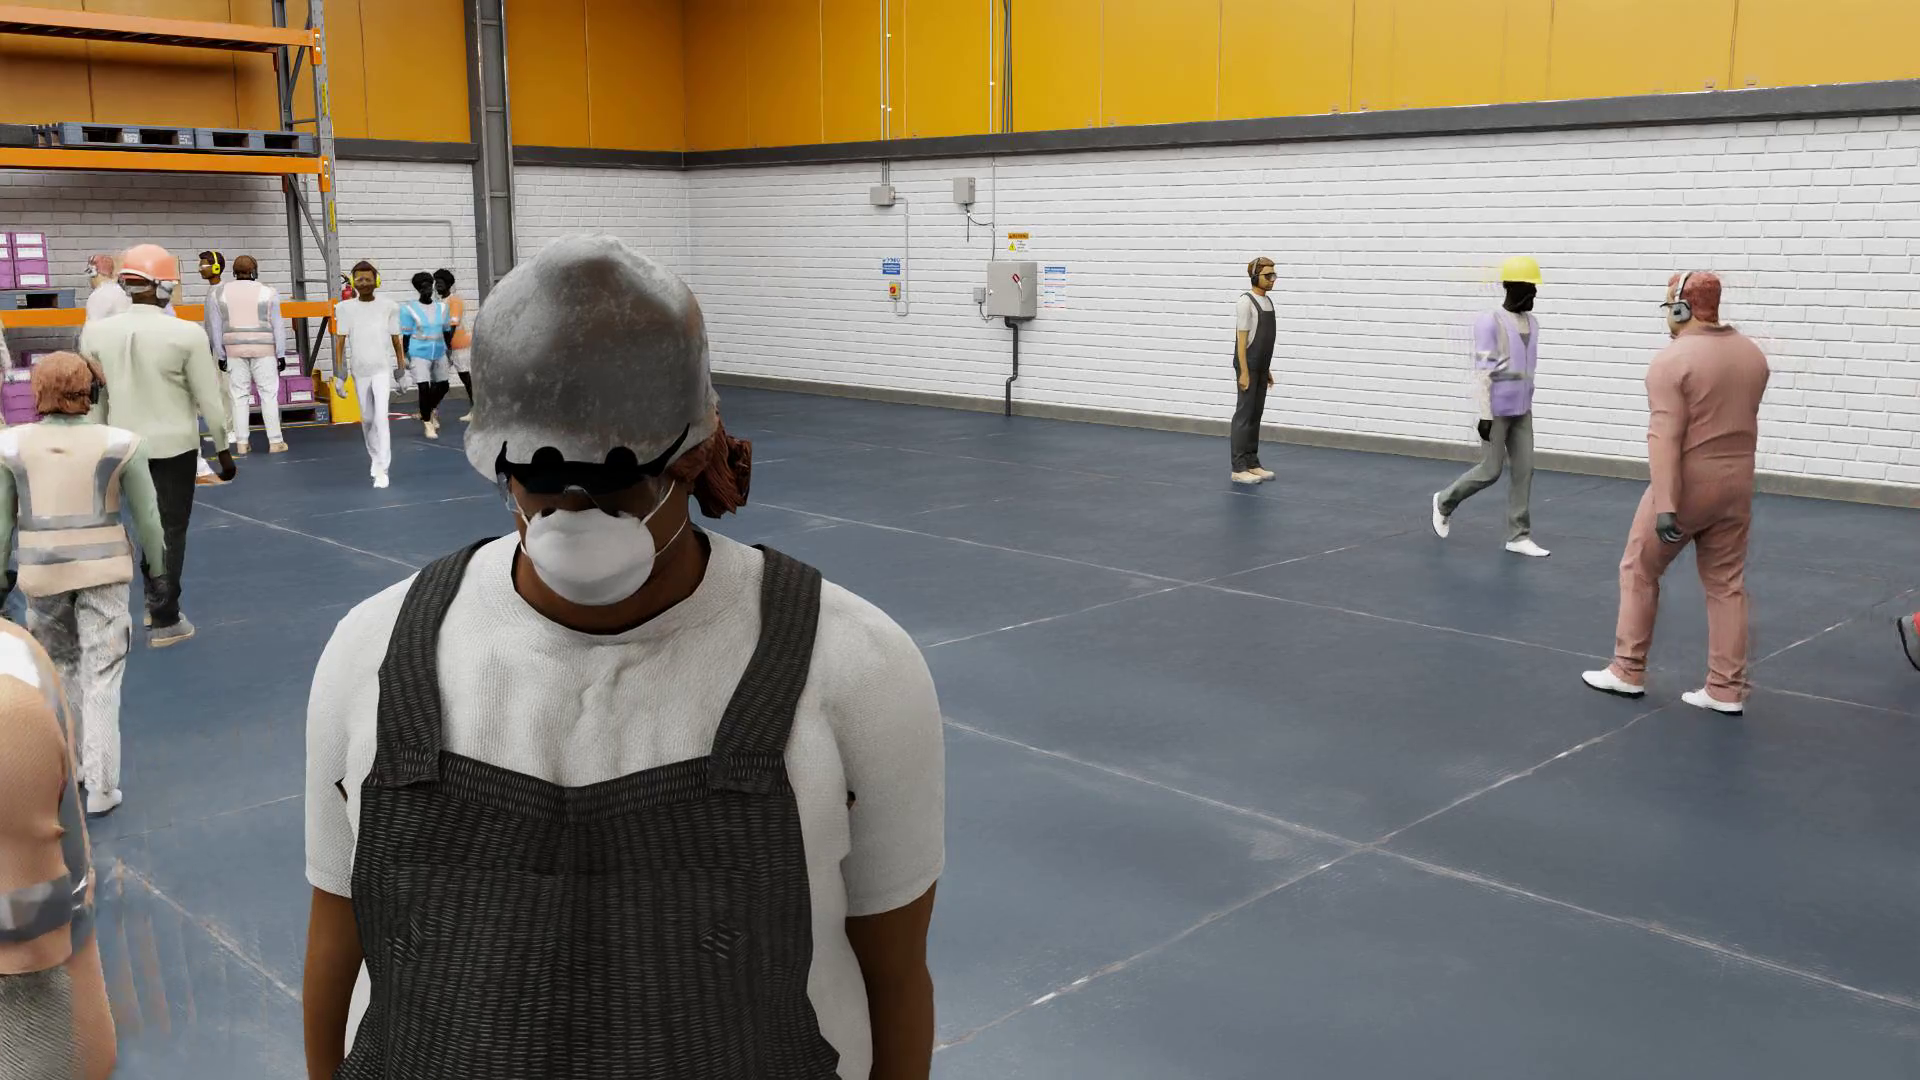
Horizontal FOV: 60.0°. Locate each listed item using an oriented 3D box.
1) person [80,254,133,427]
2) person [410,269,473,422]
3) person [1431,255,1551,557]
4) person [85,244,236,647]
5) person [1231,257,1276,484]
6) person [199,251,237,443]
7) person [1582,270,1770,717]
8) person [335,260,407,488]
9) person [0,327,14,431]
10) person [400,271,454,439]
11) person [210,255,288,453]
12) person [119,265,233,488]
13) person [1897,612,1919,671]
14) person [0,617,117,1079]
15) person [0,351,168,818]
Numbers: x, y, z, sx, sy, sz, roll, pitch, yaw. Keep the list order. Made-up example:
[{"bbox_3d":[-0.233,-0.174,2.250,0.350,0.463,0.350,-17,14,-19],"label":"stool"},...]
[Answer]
[{"bbox_3d":[-7.173,-1.456,13.988,0.747,1.866,0.774,-1,10,-7],"label":"person"},{"bbox_3d":[-5.543,-2.072,17.865,0.803,1.654,0.538,-10,14,-43],"label":"person"},{"bbox_3d":[3.432,-0.861,10.614,0.599,1.905,0.747,-7,12,-33],"label":"person"},{"bbox_3d":[-3.946,-0.473,8.295,0.635,1.970,0.600,1,10,7],"label":"person"},{"bbox_3d":[2.432,-1.394,13.679,0.351,1.846,0.506,8,13,35],"label":"person"},{"bbox_3d":[-7.213,-1.865,16.211,0.330,1.862,0.518,-9,14,-41],"label":"person"},{"bbox_3d":[3.098,-0.211,7.166,0.653,1.874,0.811,-4,11,-22],"label":"person"},{"bbox_3d":[-4.835,-1.377,13.660,0.540,1.830,0.950,-2,11,-12],"label":"person"},{"bbox_3d":[-8.712,-1.477,14.789,0.516,1.597,0.503,1,10,5],"label":"person"},{"bbox_3d":[-5.359,-1.848,16.634,0.544,1.673,0.599,-10,14,-43],"label":"person"},{"bbox_3d":[-6.597,-1.724,15.490,0.628,1.842,0.429,-2,11,-10],"label":"person"},{"bbox_3d":[-6.472,-1.340,13.285,0.989,1.897,0.629,-5,12,-27],"label":"person"},{"bbox_3d":[4.594,-0.190,7.359,0.540,1.751,0.530,-9,14,-40],"label":"person"},{"bbox_3d":[-1.250,0.686,2.148,0.613,1.910,0.561,10,14,43],"label":"person"},{"bbox_3d":[-3.108,0.140,5.909,0.551,1.613,0.629,-3,11,-15],"label":"person"}]
